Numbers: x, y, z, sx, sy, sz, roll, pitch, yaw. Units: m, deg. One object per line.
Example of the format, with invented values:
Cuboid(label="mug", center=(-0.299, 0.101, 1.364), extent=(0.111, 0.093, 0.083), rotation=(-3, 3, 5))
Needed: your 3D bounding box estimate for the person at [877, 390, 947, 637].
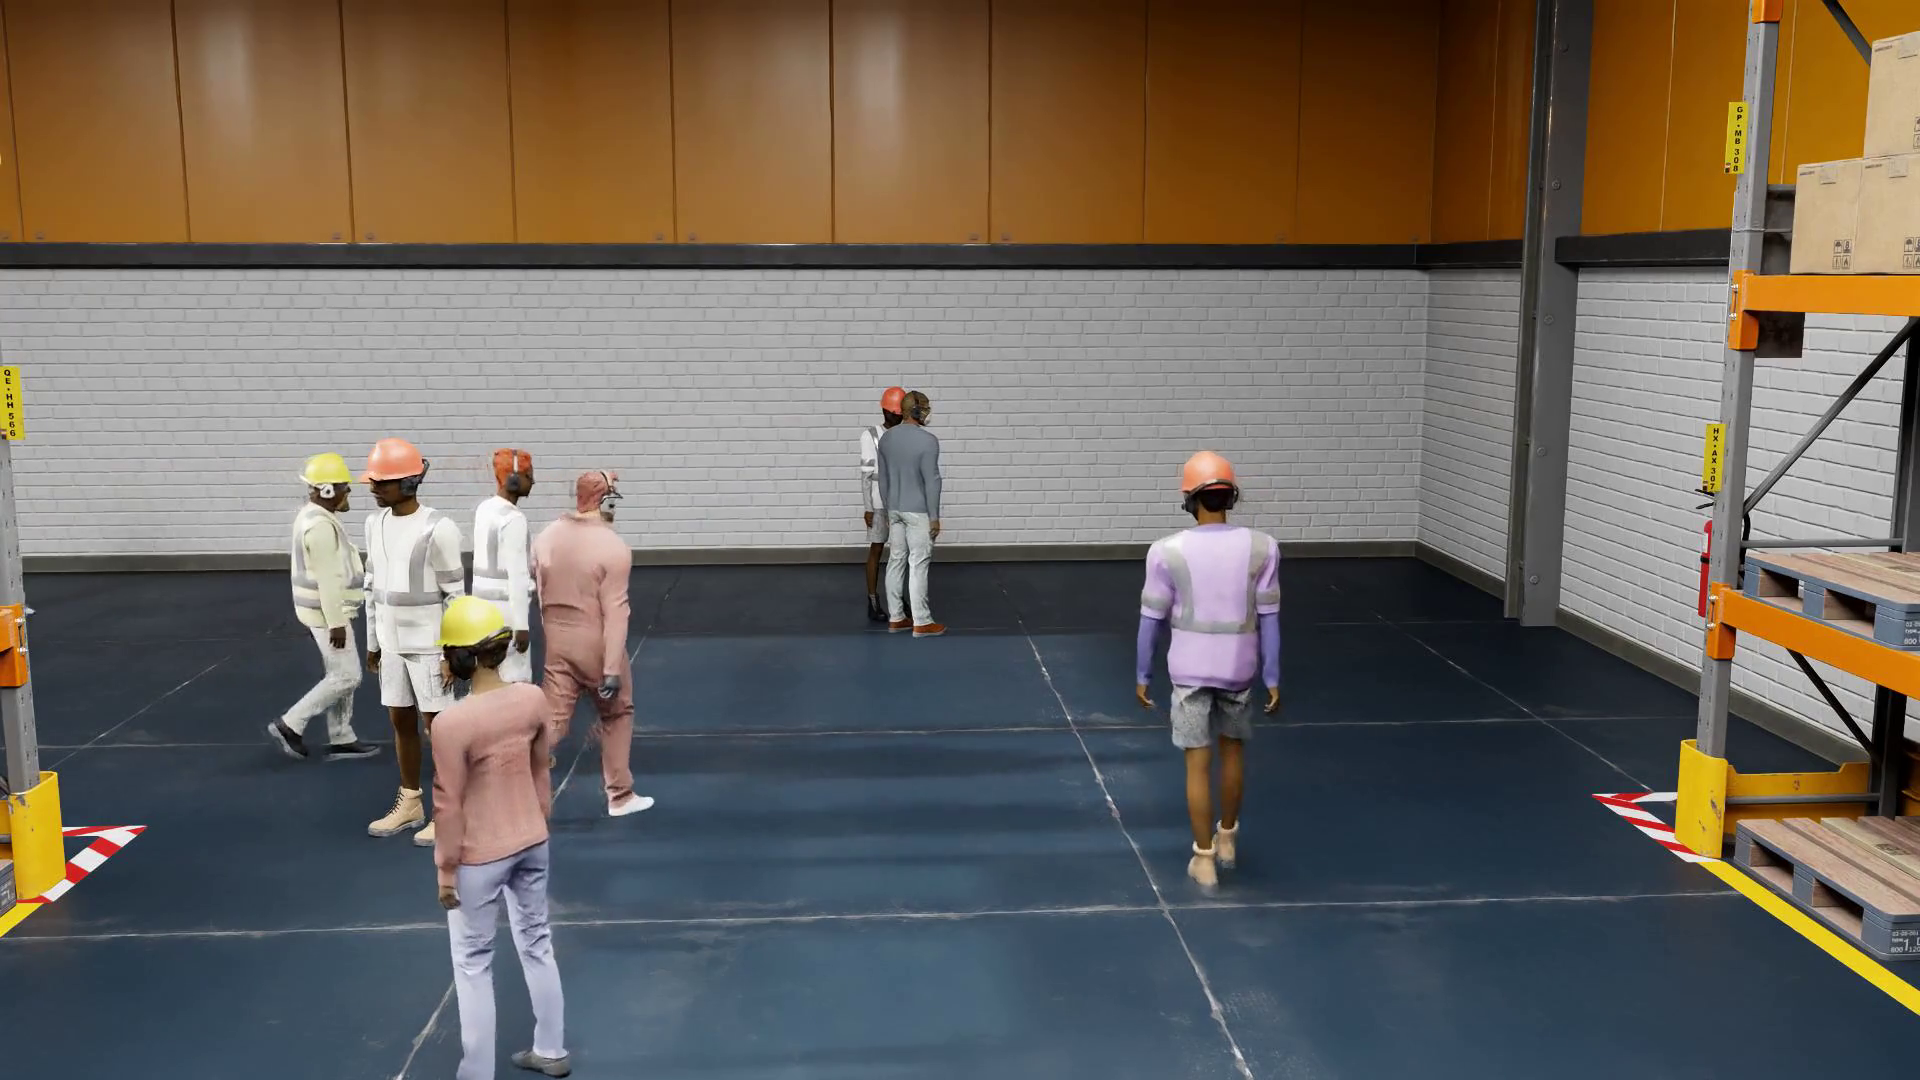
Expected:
Cuboid(label="person", center=(-0.386, -0.209, 13.098), extent=(0.629, 1.937, 0.376), rotation=(9, 13, 44))

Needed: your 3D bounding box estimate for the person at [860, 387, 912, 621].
Cuboid(label="person", center=(-0.557, -0.301, 13.708), extent=(0.542, 1.927, 0.379), rotation=(-6, 11, -35))

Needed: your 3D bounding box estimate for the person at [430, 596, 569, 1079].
Cuboid(label="person", center=(-1.613, 1.059, 5.714), extent=(0.347, 1.757, 0.533), rotation=(5, 10, 30))

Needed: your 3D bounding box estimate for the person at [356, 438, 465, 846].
Cuboid(label="person", center=(-2.742, 0.508, 8.267), extent=(0.615, 2.039, 0.386), rotation=(5, 10, 29))

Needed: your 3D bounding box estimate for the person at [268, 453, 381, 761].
Cuboid(label="person", center=(-3.684, 0.409, 9.579), extent=(0.514, 1.818, 0.603), rotation=(-4, 10, -23))

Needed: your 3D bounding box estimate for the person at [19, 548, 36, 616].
Cuboid(label="person", center=(-7.862, -0.109, 13.524), extent=(0.539, 1.603, 0.584), rotation=(-1, 9, -3))

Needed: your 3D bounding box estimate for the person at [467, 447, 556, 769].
Cuboid(label="person", center=(-2.642, 0.417, 9.363), extent=(0.576, 1.871, 0.595), rotation=(-6, 11, -32))

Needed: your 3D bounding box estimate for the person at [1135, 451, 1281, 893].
Cuboid(label="person", center=(1.138, 0.588, 7.795), extent=(0.645, 2.026, 0.690), rotation=(0, 9, -3))

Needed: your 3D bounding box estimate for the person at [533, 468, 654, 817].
Cuboid(label="person", center=(-1.967, 0.575, 8.434), extent=(0.665, 1.864, 0.928), rotation=(5, 10, 30))
